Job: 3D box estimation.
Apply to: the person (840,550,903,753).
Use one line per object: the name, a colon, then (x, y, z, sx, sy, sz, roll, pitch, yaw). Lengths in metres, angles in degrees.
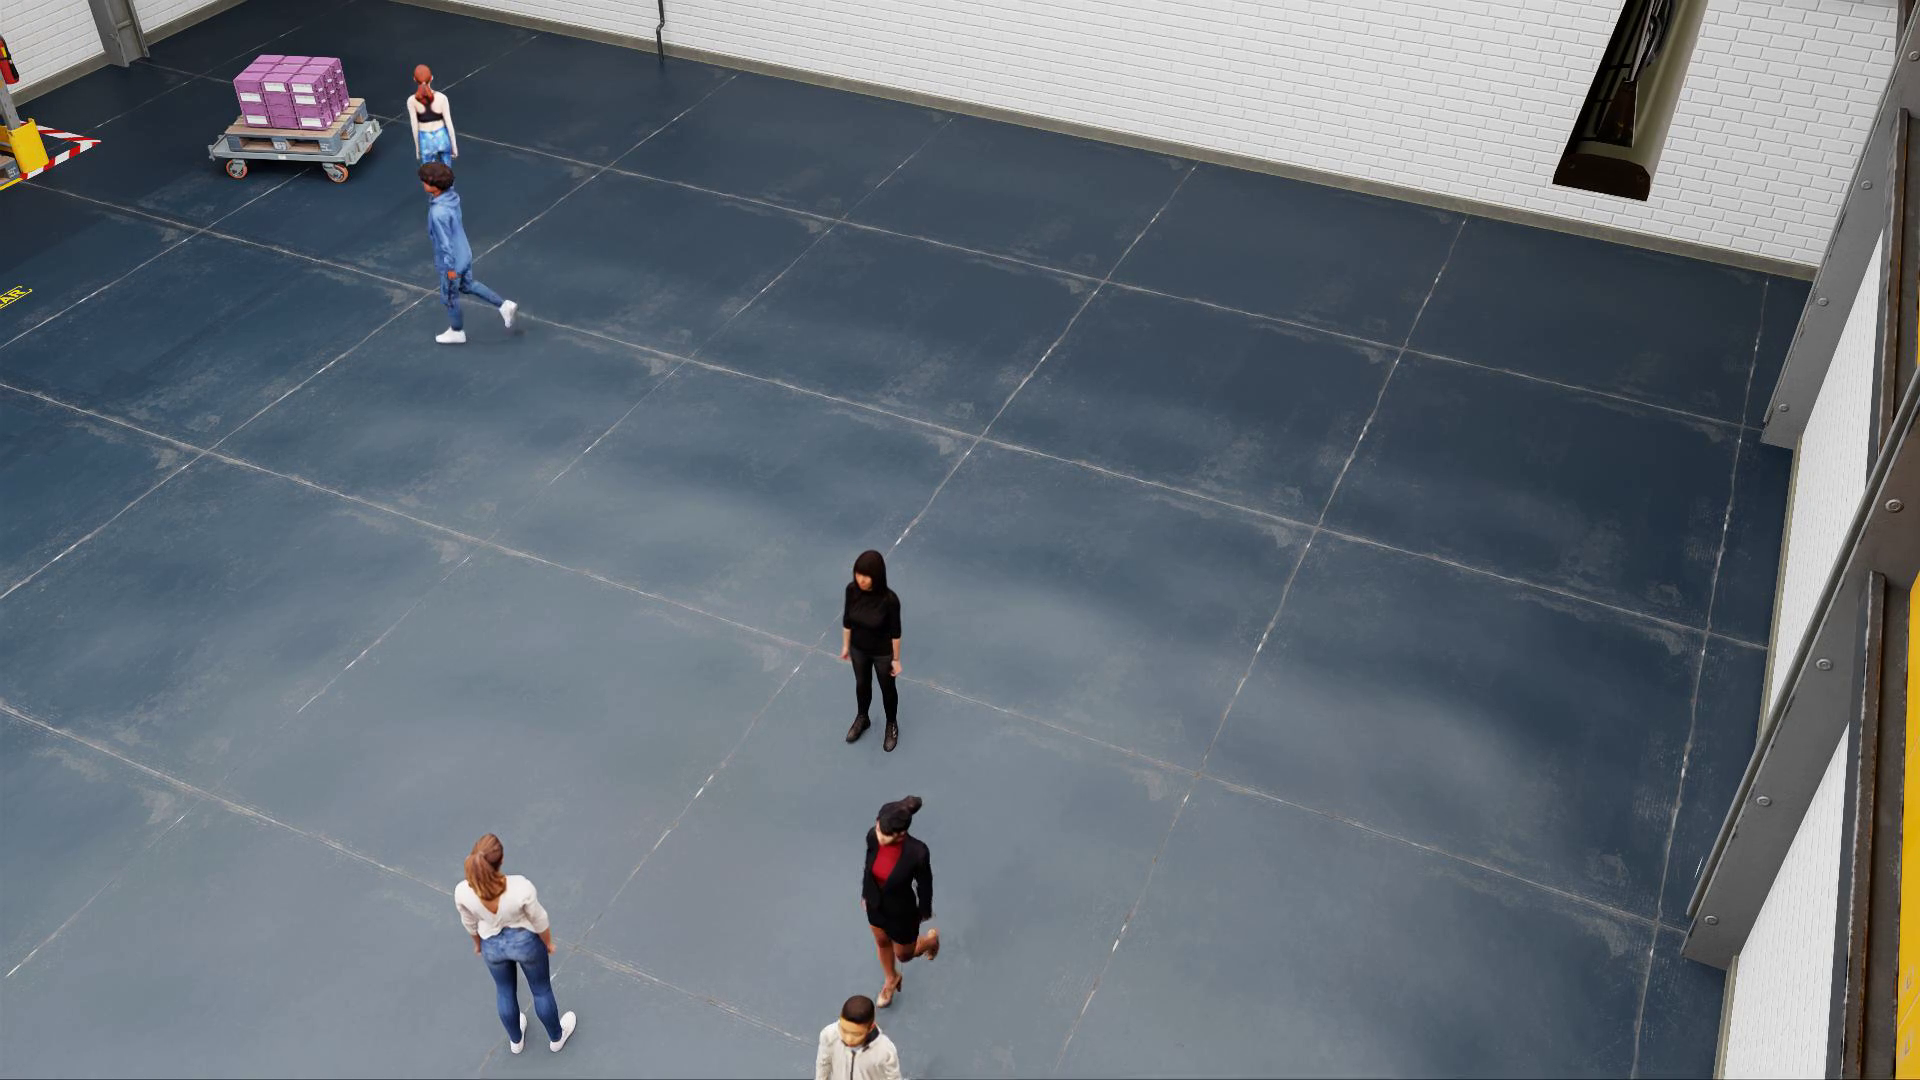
person: (-0.577, 0.717, 11.145, 0.591, 1.642, 0.510, 14, 41, 16)

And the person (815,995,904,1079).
person: (-0.485, 2.806, 8.708, 0.618, 1.420, 0.923, 14, 41, 17)

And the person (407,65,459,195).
person: (-5.297, -3.914, 16.838, 0.897, 1.774, 0.948, -13, 41, -16)

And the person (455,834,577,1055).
person: (-2.468, 2.241, 9.174, 0.684, 1.720, 0.669, 0, 39, 0)

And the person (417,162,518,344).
person: (-4.543, -2.608, 15.191, 1.007, 1.789, 1.067, -1, 39, -1)

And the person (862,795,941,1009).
person: (-0.337, 2.053, 9.484, 0.630, 1.627, 0.785, 23, 44, 26)
